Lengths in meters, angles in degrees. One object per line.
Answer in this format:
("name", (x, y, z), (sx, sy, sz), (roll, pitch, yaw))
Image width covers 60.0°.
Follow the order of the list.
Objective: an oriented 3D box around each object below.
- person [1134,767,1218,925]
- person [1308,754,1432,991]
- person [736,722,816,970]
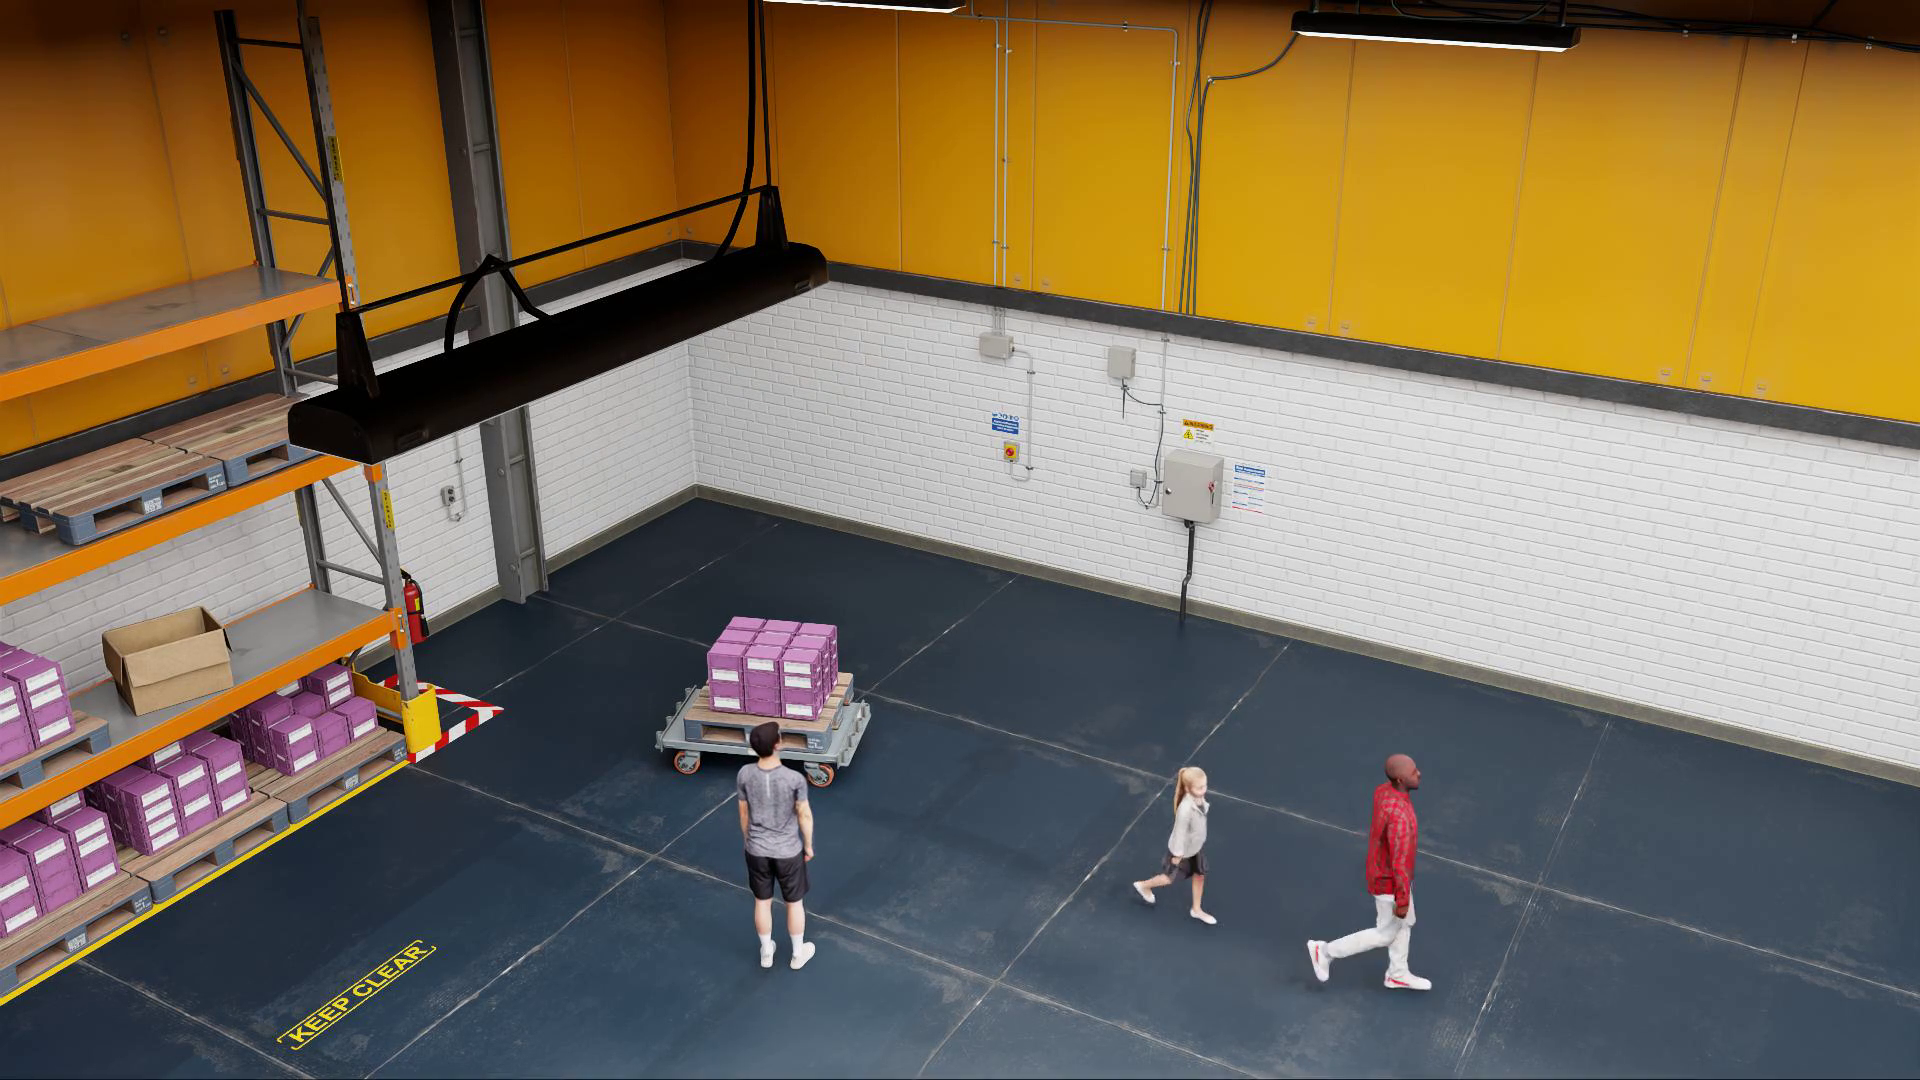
("person", (1.554, 2.149, 11.839), (0.630, 1.251, 0.803), (16, 28, 32))
("person", (2.761, 2.226, 10.979), (0.959, 1.799, 1.108), (4, 24, 8))
("person", (-1.257, 2.073, 11.236), (0.722, 1.873, 0.683), (4, 24, 9))
